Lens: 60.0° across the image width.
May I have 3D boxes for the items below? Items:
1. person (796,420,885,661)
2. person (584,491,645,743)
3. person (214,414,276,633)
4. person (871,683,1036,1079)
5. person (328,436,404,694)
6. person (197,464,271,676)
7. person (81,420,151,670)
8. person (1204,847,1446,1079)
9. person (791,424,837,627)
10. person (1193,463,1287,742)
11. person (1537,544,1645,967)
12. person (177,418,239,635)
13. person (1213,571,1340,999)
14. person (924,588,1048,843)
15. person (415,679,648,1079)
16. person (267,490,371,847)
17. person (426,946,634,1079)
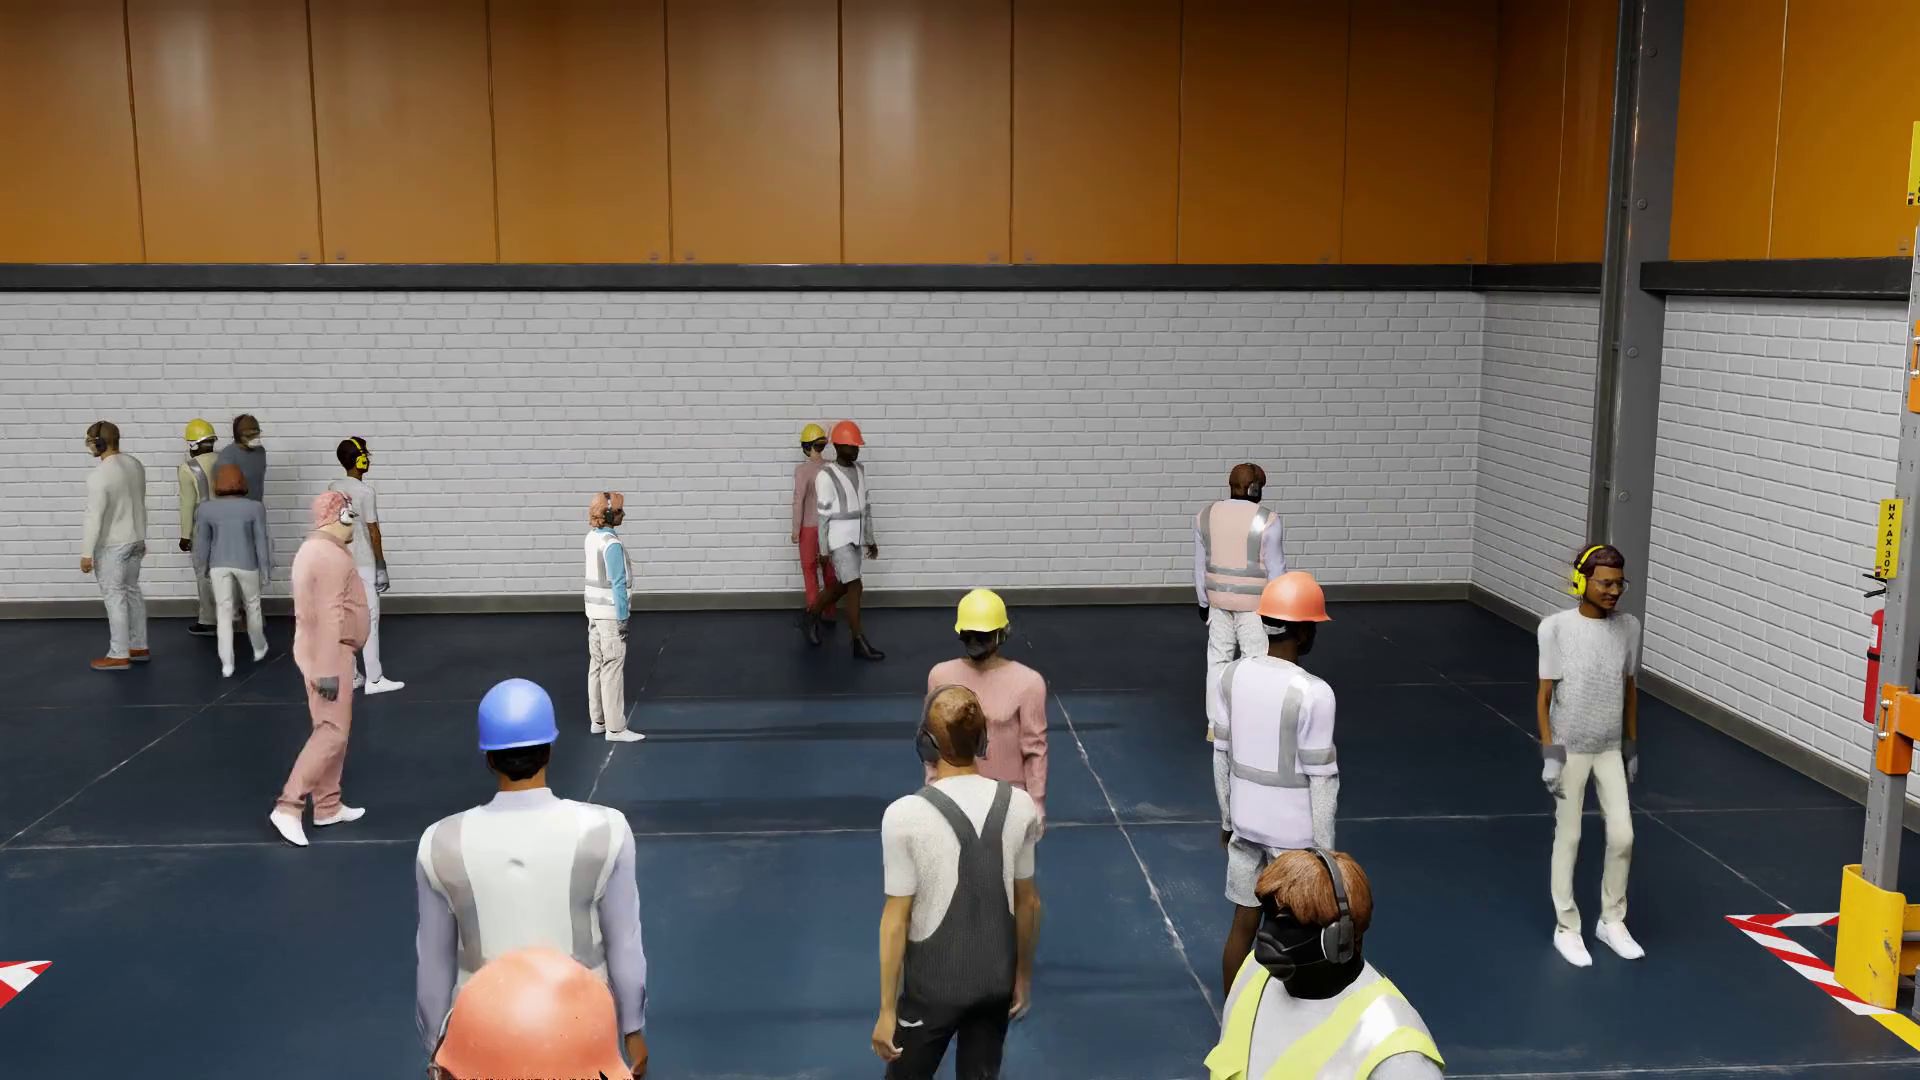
[{"bbox_3d":[-0.984,-0.015,13.256,0.894,1.909,0.567,5,11,30],"label":"person"},{"bbox_3d":[-2.286,0.500,10.840,0.308,1.638,0.516,-6,11,-32],"label":"person"},{"bbox_3d":[-6.053,-0.129,14.020,0.575,1.887,0.660,2,9,11],"label":"person"},{"bbox_3d":[-0.024,1.340,4.986,0.582,1.824,0.397,-5,10,-30],"label":"person"},{"bbox_3d":[-4.346,0.182,12.091,0.510,1.877,0.328,5,10,29],"label":"person"},{"bbox_3d":[-5.584,0.206,12.824,0.522,1.591,0.779,-2,9,-15],"label":"person"},{"bbox_3d":[-6.515,0.040,12.818,0.418,1.931,0.651,1,9,5],"label":"person"},{"bbox_3d":[0.734,1.552,3.593,0.429,1.845,0.621,-4,10,-24],"label":"person"},{"bbox_3d":[-1.260,-0.126,14.406,0.329,1.761,0.526,7,11,37],"label":"person"},{"bbox_3d":[1.819,0.418,10.741,0.634,1.834,0.429,7,11,37],"label":"person"},{"bbox_3d":[2.786,0.945,7.344,0.539,1.864,0.405,-1,9,-8],"label":"person"},{"bbox_3d":[-6.367,-0.115,14.084,0.404,1.834,0.589,4,10,23],"label":"person"},{"bbox_3d":[1.218,1.075,6.296,0.378,1.932,0.551,-7,11,-38],"label":"person"},{"bbox_3d":[0.109,1.064,6.935,0.542,1.774,0.361,3,9,17],"label":"person"},{"bbox_3d":[-1.184,1.340,4.636,0.629,1.931,0.433,-1,9,-7],"label":"person"},{"bbox_3d":[-3.519,0.674,9.045,0.633,1.868,0.711,-5,10,-29],"label":"person"},{"bbox_3d":[-0.659,1.610,2.611,0.395,2.040,0.609,2,9,12],"label":"person"}]
